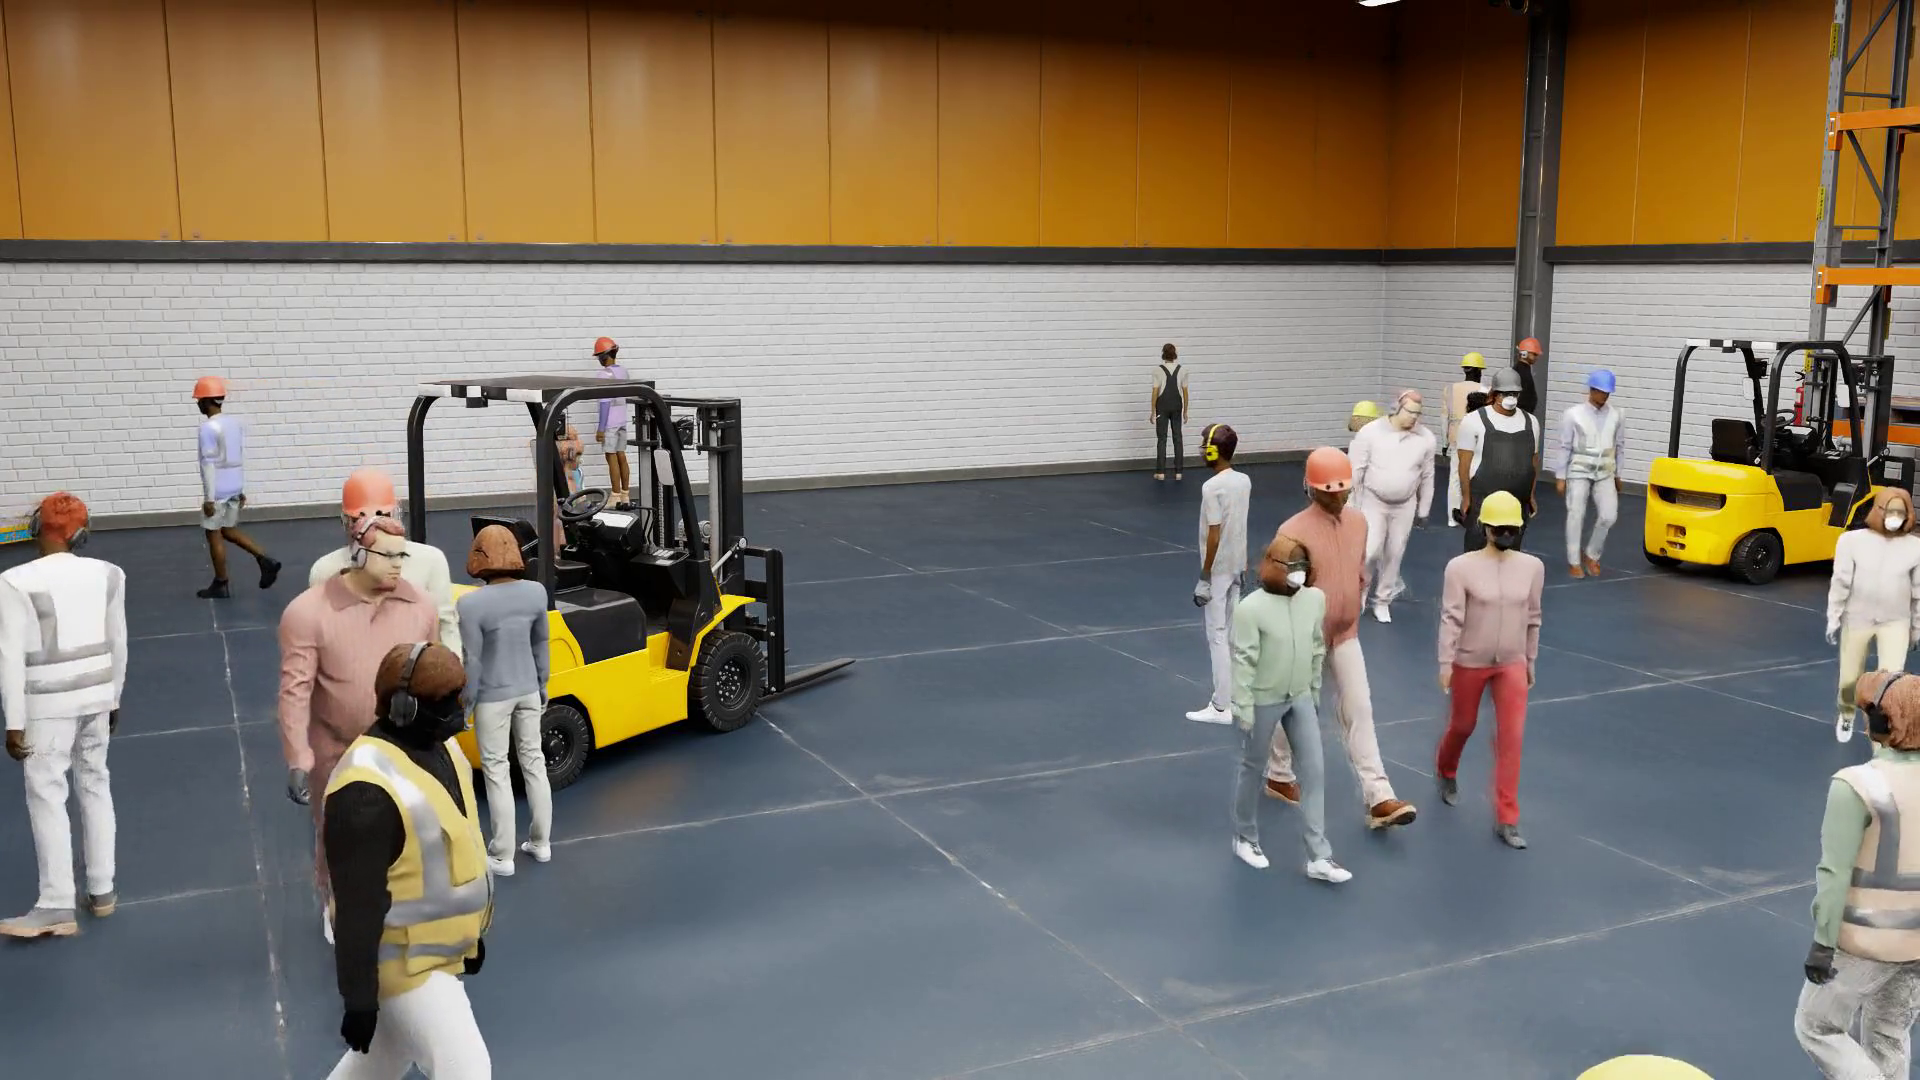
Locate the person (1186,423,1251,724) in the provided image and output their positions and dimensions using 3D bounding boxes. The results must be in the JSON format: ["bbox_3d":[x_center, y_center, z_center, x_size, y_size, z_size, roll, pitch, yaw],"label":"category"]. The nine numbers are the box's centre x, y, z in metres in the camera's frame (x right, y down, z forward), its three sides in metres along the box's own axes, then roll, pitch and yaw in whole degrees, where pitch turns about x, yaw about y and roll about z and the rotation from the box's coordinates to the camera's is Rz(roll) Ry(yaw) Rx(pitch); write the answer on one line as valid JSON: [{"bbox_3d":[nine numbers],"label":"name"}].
[{"bbox_3d":[1.616,0.211,10.325,0.309,1.864,0.535,7,11,36],"label":"person"}]

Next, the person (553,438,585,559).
[{"bbox_3d":[-2.949,0.063,12.028,0.727,1.599,0.543,1,9,3],"label":"person"}]

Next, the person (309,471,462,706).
[{"bbox_3d":[-2.568,0.640,7.475,0.605,1.945,1.054,-4,10,-23],"label":"person"}]

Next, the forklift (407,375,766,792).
[{"bbox_3d":[-2.268,0.149,9.685,1.214,2.155,2.313,6,11,32],"label":"forklift"}]

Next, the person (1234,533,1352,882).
[{"bbox_3d":[1.518,0.776,7.612,0.538,1.602,0.758,-4,10,-24],"label":"person"}]

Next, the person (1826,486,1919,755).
[{"bbox_3d":[5.229,0.473,9.496,0.504,1.605,0.757,4,10,26],"label":"person"}]

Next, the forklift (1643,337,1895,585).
[{"bbox_3d":[7.551,-0.789,15.507,2.313,2.155,1.214,-4,10,-25],"label":"forklift"}]

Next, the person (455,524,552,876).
[{"bbox_3d":[-2.122,0.740,7.750,0.264,1.632,0.507,7,11,37],"label":"person"}]

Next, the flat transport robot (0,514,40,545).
[{"bbox_3d":[-9.880,-0.067,16.977,0.652,0.197,1.431,4,10,24],"label":"flat transport robot"}]

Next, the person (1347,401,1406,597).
[{"bbox_3d":[3.459,-0.345,14.275,0.854,1.694,0.497,6,11,31],"label":"person"}]

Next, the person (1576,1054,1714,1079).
[{"bbox_3d":[0.813,1.539,2.017,0.589,1.889,0.852,-3,10,-17],"label":"person"}]

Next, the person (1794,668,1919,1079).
[{"bbox_3d":[2.773,1.198,4.938,0.533,1.624,0.432,-4,10,-21],"label":"person"}]

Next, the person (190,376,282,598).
[{"bbox_3d":[-6.235,-0.437,14.190,0.626,1.921,0.545,1,9,5],"label":"person"}]

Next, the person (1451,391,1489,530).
[{"bbox_3d":[4.888,-0.558,15.652,0.539,1.682,0.478,-7,11,-36],"label":"person"}]

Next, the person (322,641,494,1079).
[{"bbox_3d":[-1.585,1.158,4.706,0.981,1.791,0.630,0,9,1],"label":"person"}]

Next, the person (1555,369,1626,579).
[{"bbox_3d":[5.712,-0.583,15.060,0.656,1.920,0.498,0,9,-2],"label":"person"}]

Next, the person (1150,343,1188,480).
[{"bbox_3d":[2.813,-1.721,22.373,0.516,1.842,0.325,-1,9,-6],"label":"person"}]

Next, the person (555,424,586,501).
[{"bbox_3d":[-3.023,-0.079,12.814,0.307,1.640,0.518,-5,10,-27],"label":"person"}]

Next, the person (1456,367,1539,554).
[{"bbox_3d":[4.367,-0.375,13.409,0.672,2.000,0.536,-1,9,-7],"label":"person"}]

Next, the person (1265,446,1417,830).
[{"bbox_3d":[1.865,0.492,8.364,0.635,1.927,1.038,-5,10,-29],"label":"person"}]

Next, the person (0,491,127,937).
[{"bbox_3d":[-3.850,0.734,7.117,0.415,1.853,0.734,4,10,24],"label":"person"}]

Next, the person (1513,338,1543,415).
[{"bbox_3d":[6.963,-1.503,20.578,0.403,1.983,0.617,2,9,12],"label":"person"}]

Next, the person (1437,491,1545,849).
[{"bbox_3d":[2.641,0.592,8.374,0.536,1.733,0.853,0,9,-2],"label":"person"}]

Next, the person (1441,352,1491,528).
[{"bbox_3d":[5.536,-1.076,18.125,0.588,1.923,0.383,6,11,35],"label":"person"}]

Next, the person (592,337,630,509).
[{"bbox_3d":[-4.133,-1.376,19.647,0.389,2.034,0.605,2,9,15],"label":"person"}]

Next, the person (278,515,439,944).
[{"bbox_3d":[-2.396,0.813,6.681,0.660,1.852,1.034,-5,10,-29],"label":"person"}]

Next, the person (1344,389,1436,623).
[{"bbox_3d":[3.415,-0.266,13.241,0.729,1.875,0.410,0,9,1],"label":"person"}]
